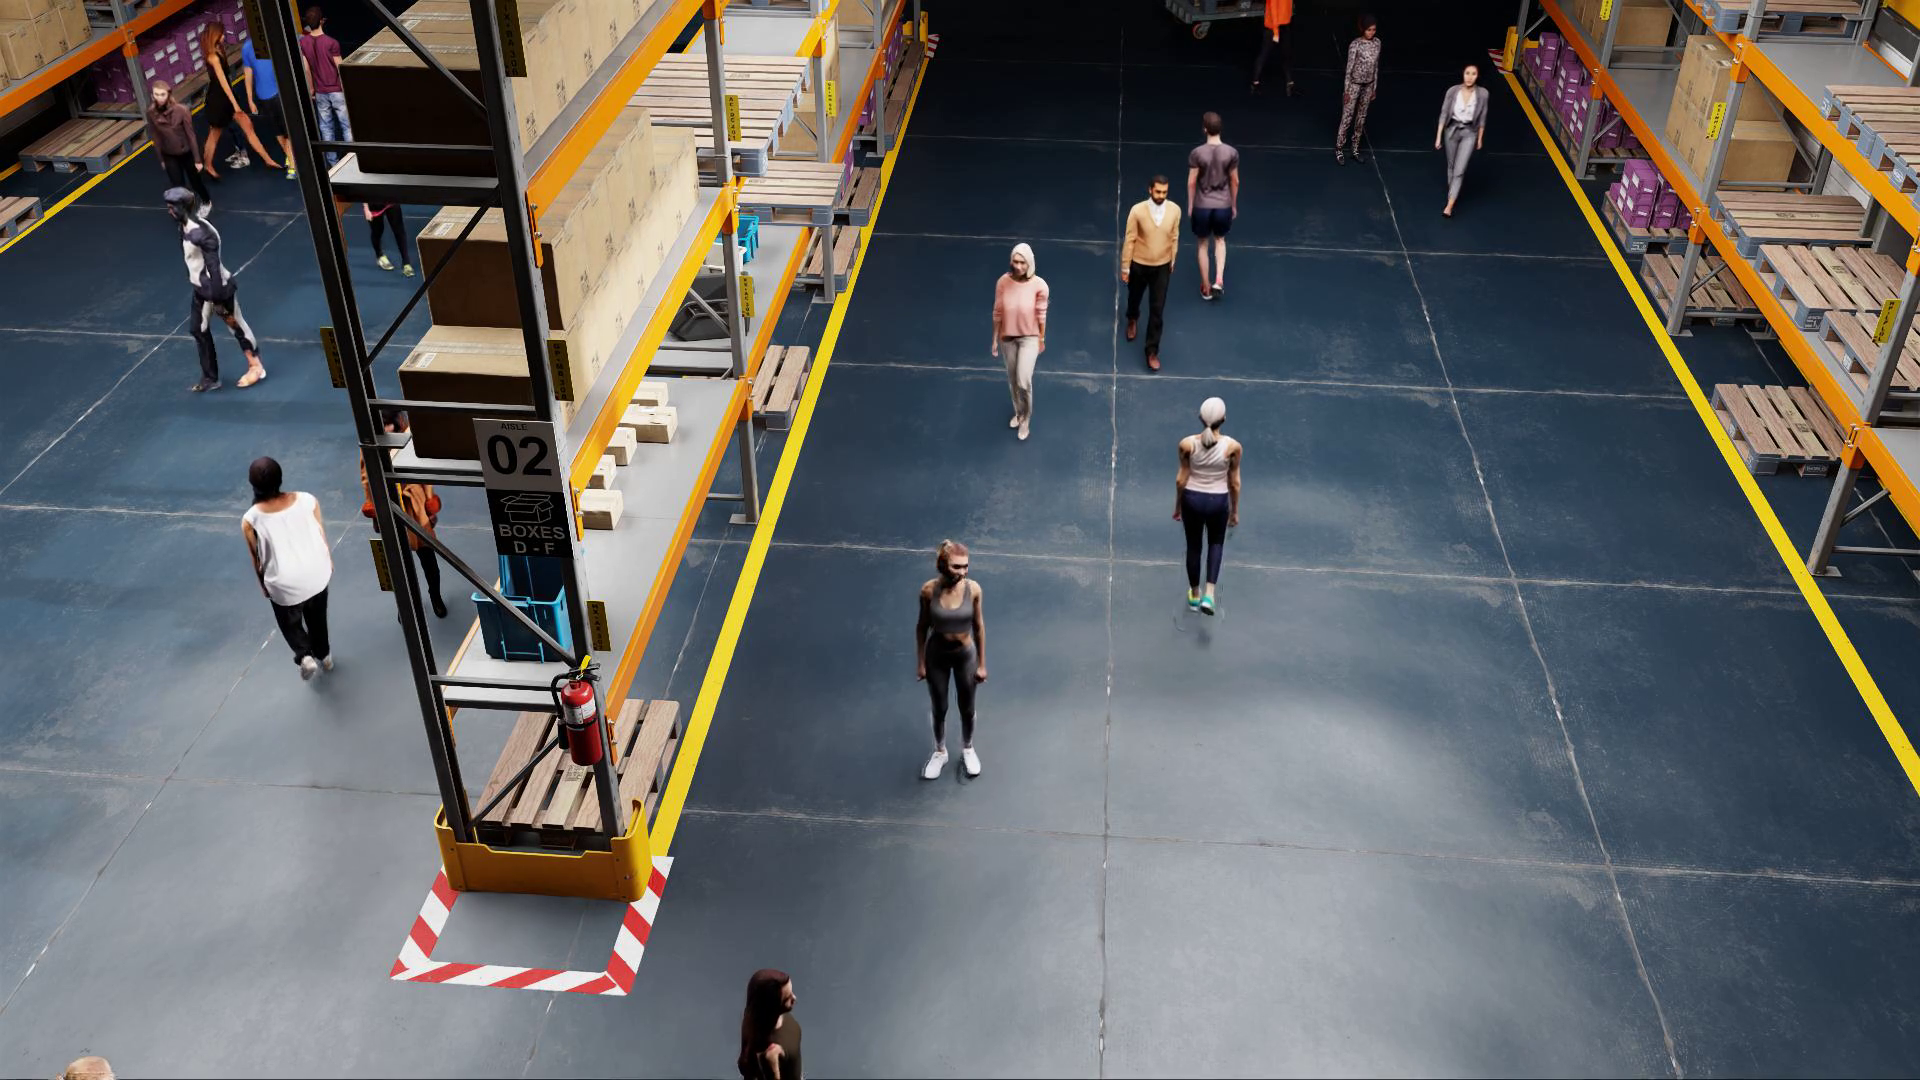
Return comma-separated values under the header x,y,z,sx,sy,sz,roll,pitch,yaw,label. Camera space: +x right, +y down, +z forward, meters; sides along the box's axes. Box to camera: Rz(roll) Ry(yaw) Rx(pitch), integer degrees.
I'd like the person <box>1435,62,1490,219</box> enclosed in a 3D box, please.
x,y,z,sx,sy,sz,roll,pitch,yaw,label
5.386,-4.320,17.892,0.876,1.622,1.188,14,36,20,person

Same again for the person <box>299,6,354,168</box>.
x,y,z,sx,sy,sz,roll,pitch,yaw,label
-7.149,-5.114,18.875,0.646,1.855,0.534,2,34,4,person

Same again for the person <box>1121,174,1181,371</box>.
x,y,z,sx,sy,sz,roll,pitch,yaw,label
1.700,-2.505,15.074,0.804,1.720,1.245,-1,34,-2,person

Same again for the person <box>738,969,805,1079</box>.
x,y,z,sx,sy,sz,roll,pitch,yaw,label
-0.912,2.545,7.627,0.612,1.552,0.803,3,34,4,person

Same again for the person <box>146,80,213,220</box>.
x,y,z,sx,sy,sz,roll,pitch,yaw,label
-8.129,-4.009,17.381,0.845,1.669,1.122,-5,34,-7,person

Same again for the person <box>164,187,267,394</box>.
x,y,z,sx,sy,sz,roll,pitch,yaw,label
-6.399,-2.197,14.483,1.006,1.861,1.086,27,42,34,person

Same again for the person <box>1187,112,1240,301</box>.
x,y,z,sx,sy,sz,roll,pitch,yaw,label
2.408,-3.142,15.921,0.696,1.841,0.719,0,34,0,person

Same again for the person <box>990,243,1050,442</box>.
x,y,z,sx,sy,sz,roll,pitch,yaw,label
0.522,-1.724,13.908,0.697,1.709,0.788,12,35,17,person

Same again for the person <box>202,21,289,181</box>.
x,y,z,sx,sy,sz,roll,pitch,yaw,label
-8.273,-4.782,18.454,0.922,1.769,1.146,-11,35,-16,person

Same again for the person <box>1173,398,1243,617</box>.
x,y,z,sx,sy,sz,roll,pitch,yaw,label
1.696,-0.165,11.580,0.630,1.689,0.816,6,34,8,person

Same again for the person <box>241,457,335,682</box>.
x,y,z,sx,sy,sz,roll,pitch,yaw,label
-4.390,0.233,10.996,0.860,1.673,0.924,-20,39,-27,person

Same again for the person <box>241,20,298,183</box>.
x,y,z,sx,sy,sz,roll,pitch,yaw,label
-7.716,-5.018,18.755,0.792,1.829,1.177,-5,34,-7,person

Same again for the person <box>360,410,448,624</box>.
x,y,z,sx,sy,sz,roll,pitch,yaw,label
-3.891,-0.208,11.611,0.754,1.727,0.715,-8,34,-12,person

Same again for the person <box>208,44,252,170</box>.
x,y,z,sx,sy,sz,roll,pitch,yaw,label
-8.427,-5.031,19.092,0.700,1.477,0.612,-18,38,-25,person

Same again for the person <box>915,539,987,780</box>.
x,y,z,sx,sy,sz,roll,pitch,yaw,label
-0.059,0.735,10.212,0.608,1.704,0.559,3,34,4,person

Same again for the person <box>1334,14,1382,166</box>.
x,y,z,sx,sy,sz,roll,pitch,yaw,label
4.586,-5.175,19.094,0.647,1.716,0.646,-10,35,-14,person

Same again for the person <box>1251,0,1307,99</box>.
x,y,z,sx,sy,sz,roll,pitch,yaw,label
3.893,-6.432,20.978,0.967,1.723,1.001,21,39,28,person
